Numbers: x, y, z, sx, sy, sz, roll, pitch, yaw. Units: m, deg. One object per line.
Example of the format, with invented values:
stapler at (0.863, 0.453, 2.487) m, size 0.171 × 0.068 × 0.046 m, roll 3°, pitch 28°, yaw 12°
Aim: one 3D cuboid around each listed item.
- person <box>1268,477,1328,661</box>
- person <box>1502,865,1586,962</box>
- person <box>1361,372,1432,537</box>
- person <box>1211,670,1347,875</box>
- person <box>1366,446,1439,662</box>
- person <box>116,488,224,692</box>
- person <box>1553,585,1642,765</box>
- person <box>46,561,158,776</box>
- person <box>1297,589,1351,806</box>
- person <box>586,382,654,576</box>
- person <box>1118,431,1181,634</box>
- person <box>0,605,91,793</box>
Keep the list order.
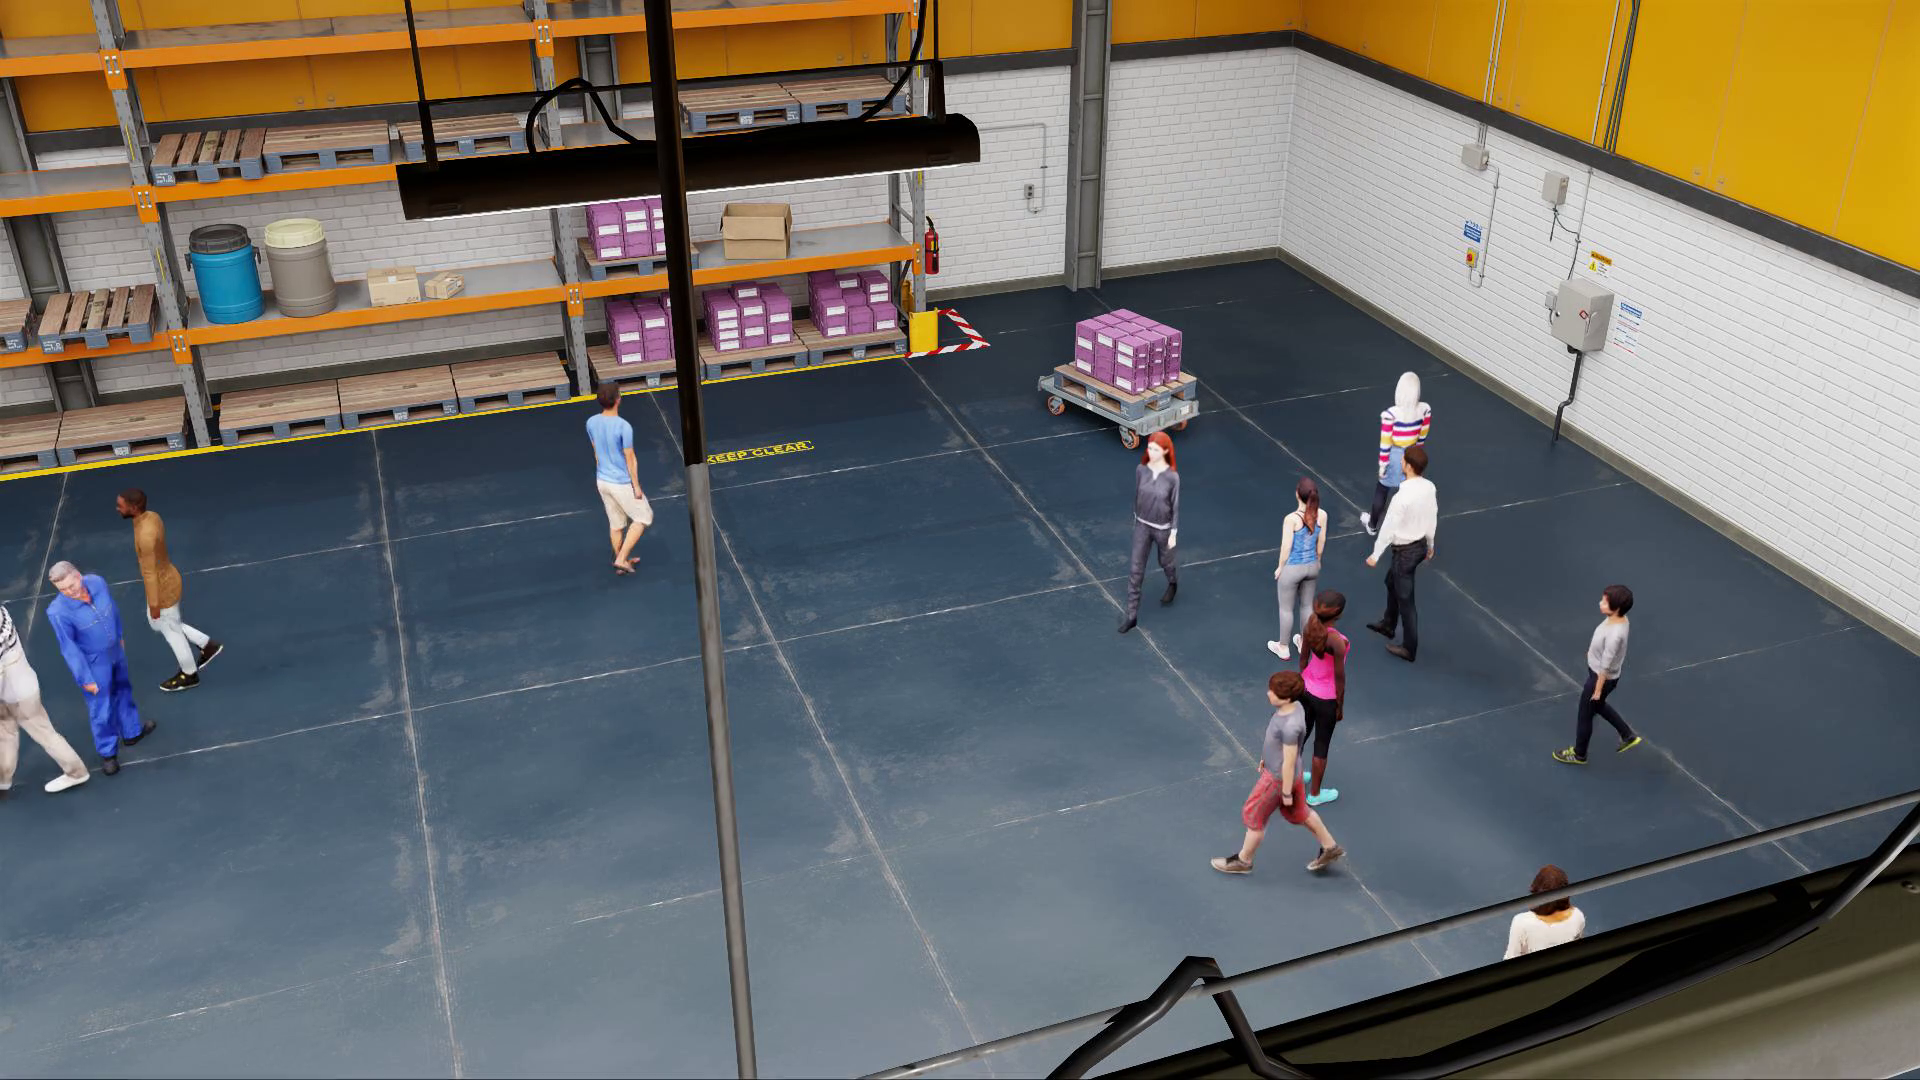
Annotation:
person at (2.782, 0.228, 13.660) m, size 0.454 × 1.608 × 0.621 m, roll -11°, pitch 30°, yaw -19°
person at (3.261, 2.590, 9.307) m, size 1.103 × 1.631 × 0.917 m, roll -1°, pitch 29°, yaw -2°
person at (4.038, -0.628, 15.063) m, size 1.114 × 1.767 × 0.868 m, roll -4°, pitch 29°, yaw -8°
person at (2.251, 1.586, 11.153) m, size 1.188 × 1.625 × 0.965 m, roll 6°, pitch 29°, yaw 11°
person at (3.729, 0.154, 13.542) m, size 0.924 × 1.852 × 0.892 m, roll 24°, pitch 36°, yaw 36°
person at (-6.225, 0.377, 13.182) m, size 0.771 × 1.805 × 0.655 m, roll -11°, pitch 31°, yaw -20°
person at (4.823, 1.017, 12.289) m, size 0.904 × 1.537 × 0.838 m, roll 12°, pitch 31°, yaw 20°
person at (-6.378, 0.851, 12.329) m, size 0.877 × 1.790 × 0.931 m, roll 1°, pitch 29°, yaw 1°
person at (2.565, 1.111, 11.918) m, size 0.618 × 1.726 × 0.601 m, roll -17°, pitch 33°, yaw -29°
person at (-3.074, -0.485, 14.710) m, size 0.840 × 1.855 × 0.900 m, roll 15°, pitch 32°, yaw 25°
person at (1.705, -0.110, 14.152) m, size 1.046 × 1.731 × 1.196 m, roll 17°, pitch 33°, yaw 29°
person at (-6.670, 1.051, 11.923) m, size 1.085 × 1.828 × 0.795 m, roll -13°, pitch 31°, yaw -22°
